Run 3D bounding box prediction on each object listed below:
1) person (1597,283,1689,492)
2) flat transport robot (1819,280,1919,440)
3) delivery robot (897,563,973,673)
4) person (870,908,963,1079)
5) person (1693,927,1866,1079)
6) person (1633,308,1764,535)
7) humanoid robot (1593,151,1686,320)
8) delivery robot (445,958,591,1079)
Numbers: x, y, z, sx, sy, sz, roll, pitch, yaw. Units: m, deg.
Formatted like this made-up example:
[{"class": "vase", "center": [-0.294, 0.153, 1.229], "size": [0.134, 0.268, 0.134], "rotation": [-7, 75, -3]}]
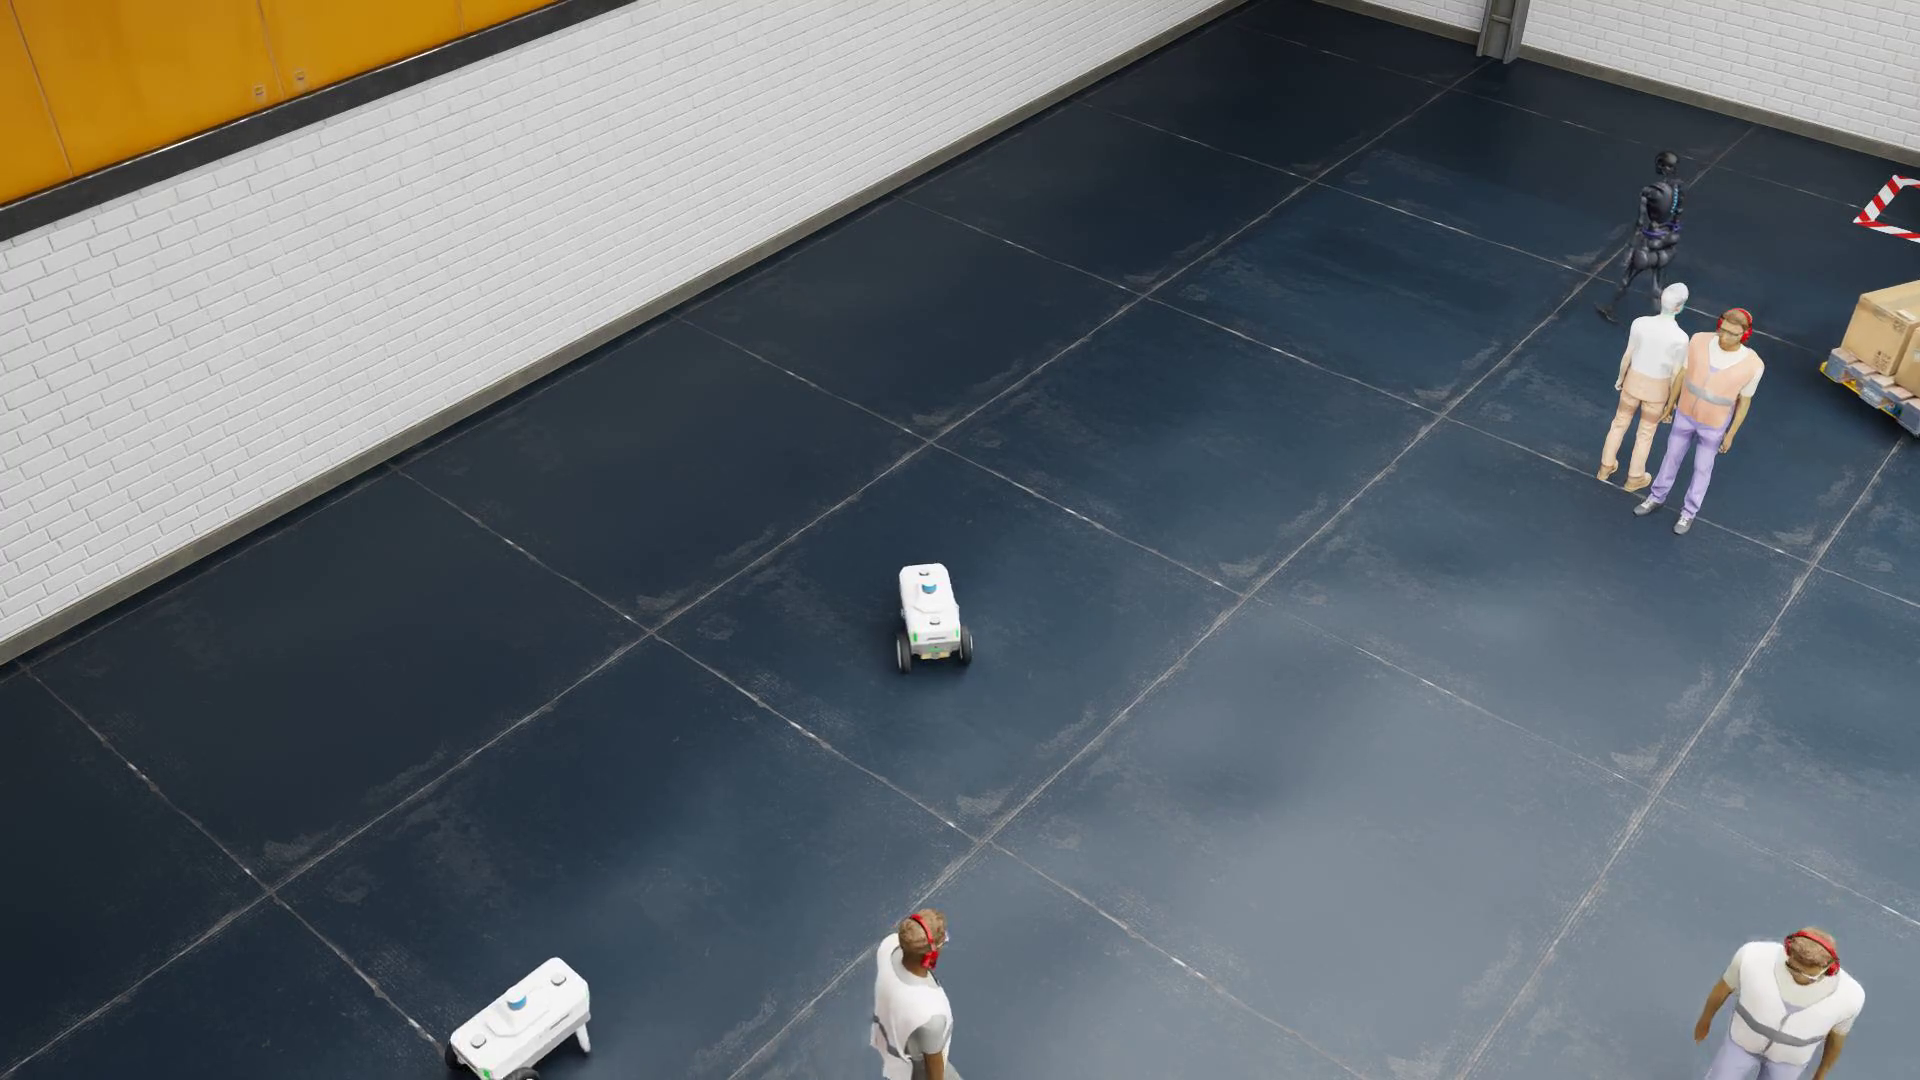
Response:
[{"class": "person", "center": [5.183, -1.152, 12.546], "size": [0.321, 1.738, 0.479], "rotation": [-32, 49, -33]}, {"class": "flat transport robot", "center": [7.910, -1.173, 13.742], "size": [0.659, 0.231, 1.431], "rotation": [-14, 41, -17]}, {"class": "delivery robot", "center": [-0.200, 0.527, 11.407], "size": [0.510, 0.597, 0.769], "rotation": [-6, 39, -7]}, {"class": "person", "center": [-0.182, 2.454, 7.999], "size": [0.465, 1.821, 0.586], "rotation": [-15, 41, -18]}, {"class": "person", "center": [3.885, 2.428, 8.030], "size": [0.602, 1.820, 0.455], "rotation": [19, 43, 22]}, {"class": "person", "center": [5.424, -0.890, 12.132], "size": [0.390, 1.849, 0.565], "rotation": [-30, 48, -32]}, {"class": "humanoid robot", "center": [5.967, -2.552, 14.354], "size": [0.613, 1.622, 0.717], "rotation": [-20, 43, -23]}, {"class": "delivery robot", "center": [-2.337, 2.621, 8.821], "size": [0.508, 0.614, 0.785], "rotation": [29, 47, 31]}]
